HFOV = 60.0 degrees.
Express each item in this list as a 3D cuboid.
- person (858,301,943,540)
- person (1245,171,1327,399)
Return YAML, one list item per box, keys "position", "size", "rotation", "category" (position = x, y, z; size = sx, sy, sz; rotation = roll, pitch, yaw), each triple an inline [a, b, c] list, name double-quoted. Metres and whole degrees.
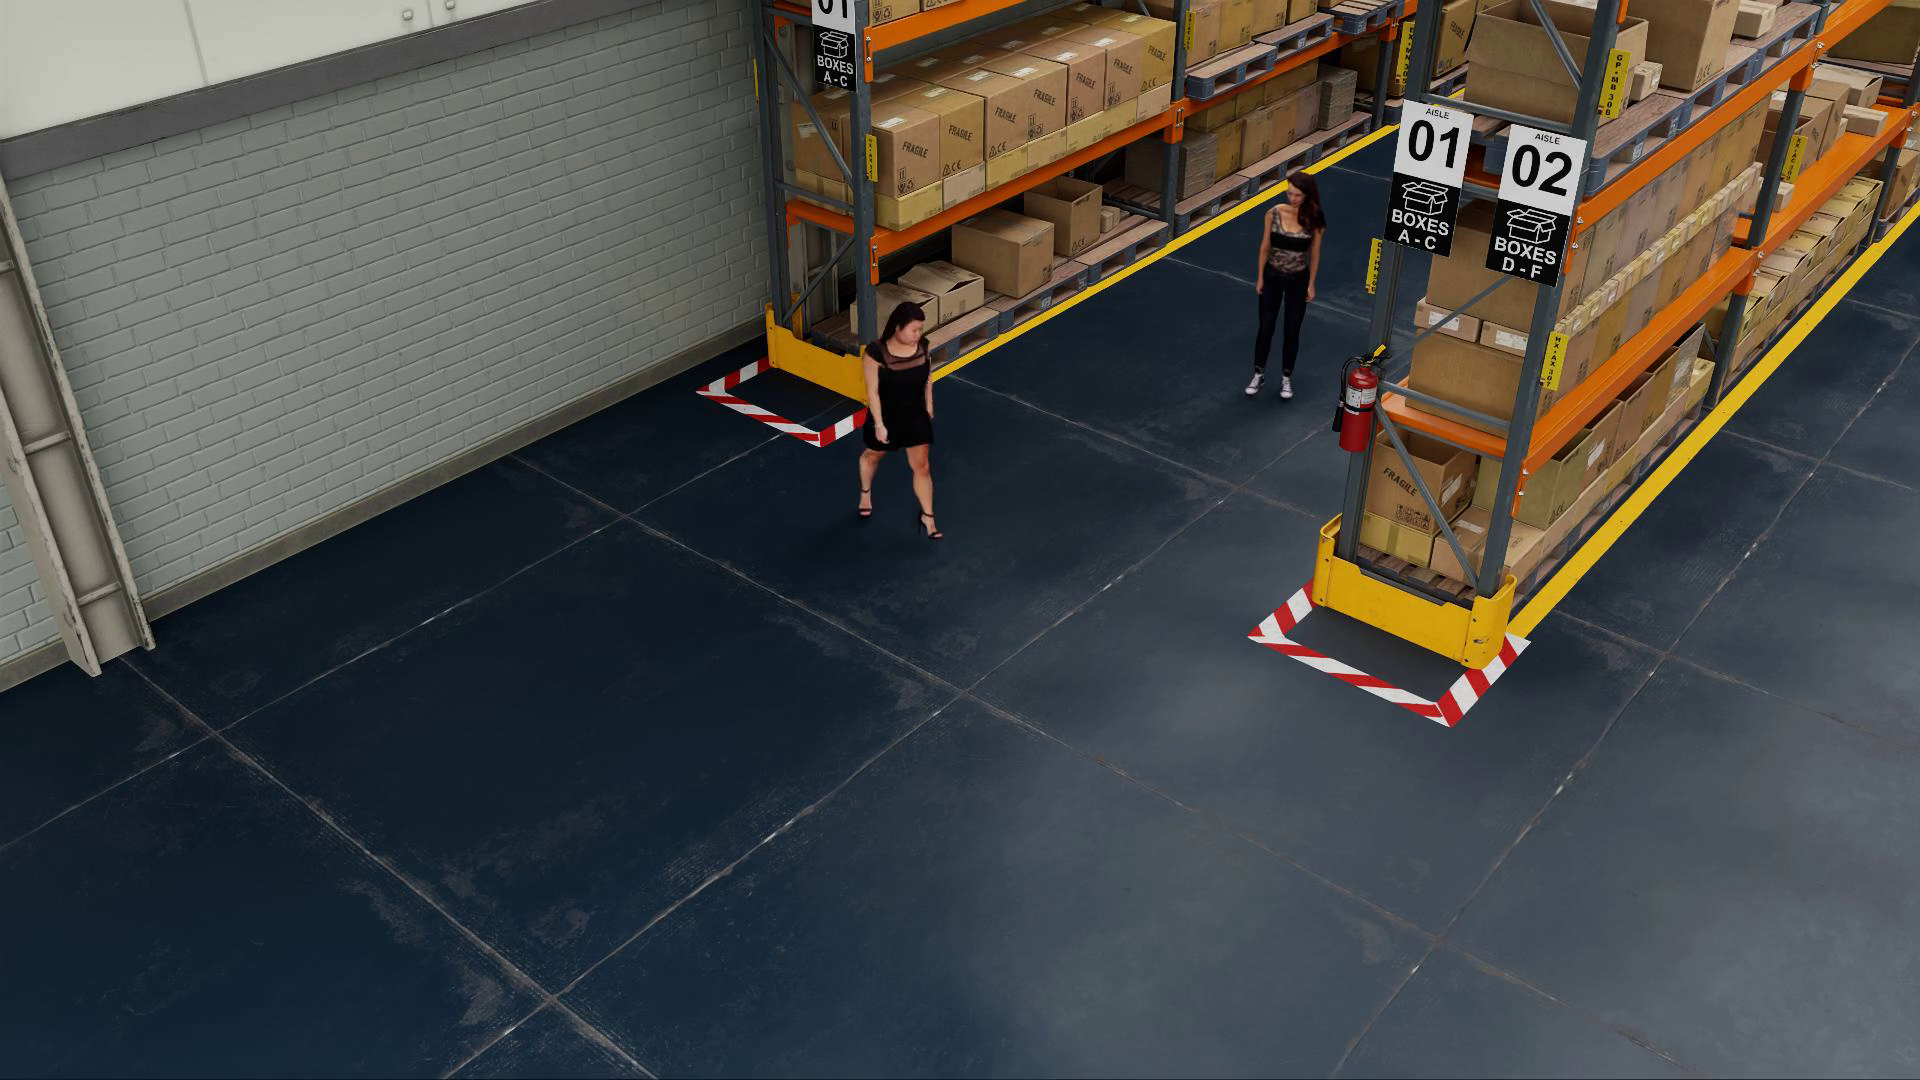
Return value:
- position: [-0.463, -0.797, 10.748]
  size: [0.990, 1.658, 0.961]
  rotation: [-10, 34, -15]
  category: "person"
- position: [2.415, -1.903, 12.346]
  size: [0.682, 1.771, 0.667]
  rotation: [9, 34, 14]
  category: "person"
